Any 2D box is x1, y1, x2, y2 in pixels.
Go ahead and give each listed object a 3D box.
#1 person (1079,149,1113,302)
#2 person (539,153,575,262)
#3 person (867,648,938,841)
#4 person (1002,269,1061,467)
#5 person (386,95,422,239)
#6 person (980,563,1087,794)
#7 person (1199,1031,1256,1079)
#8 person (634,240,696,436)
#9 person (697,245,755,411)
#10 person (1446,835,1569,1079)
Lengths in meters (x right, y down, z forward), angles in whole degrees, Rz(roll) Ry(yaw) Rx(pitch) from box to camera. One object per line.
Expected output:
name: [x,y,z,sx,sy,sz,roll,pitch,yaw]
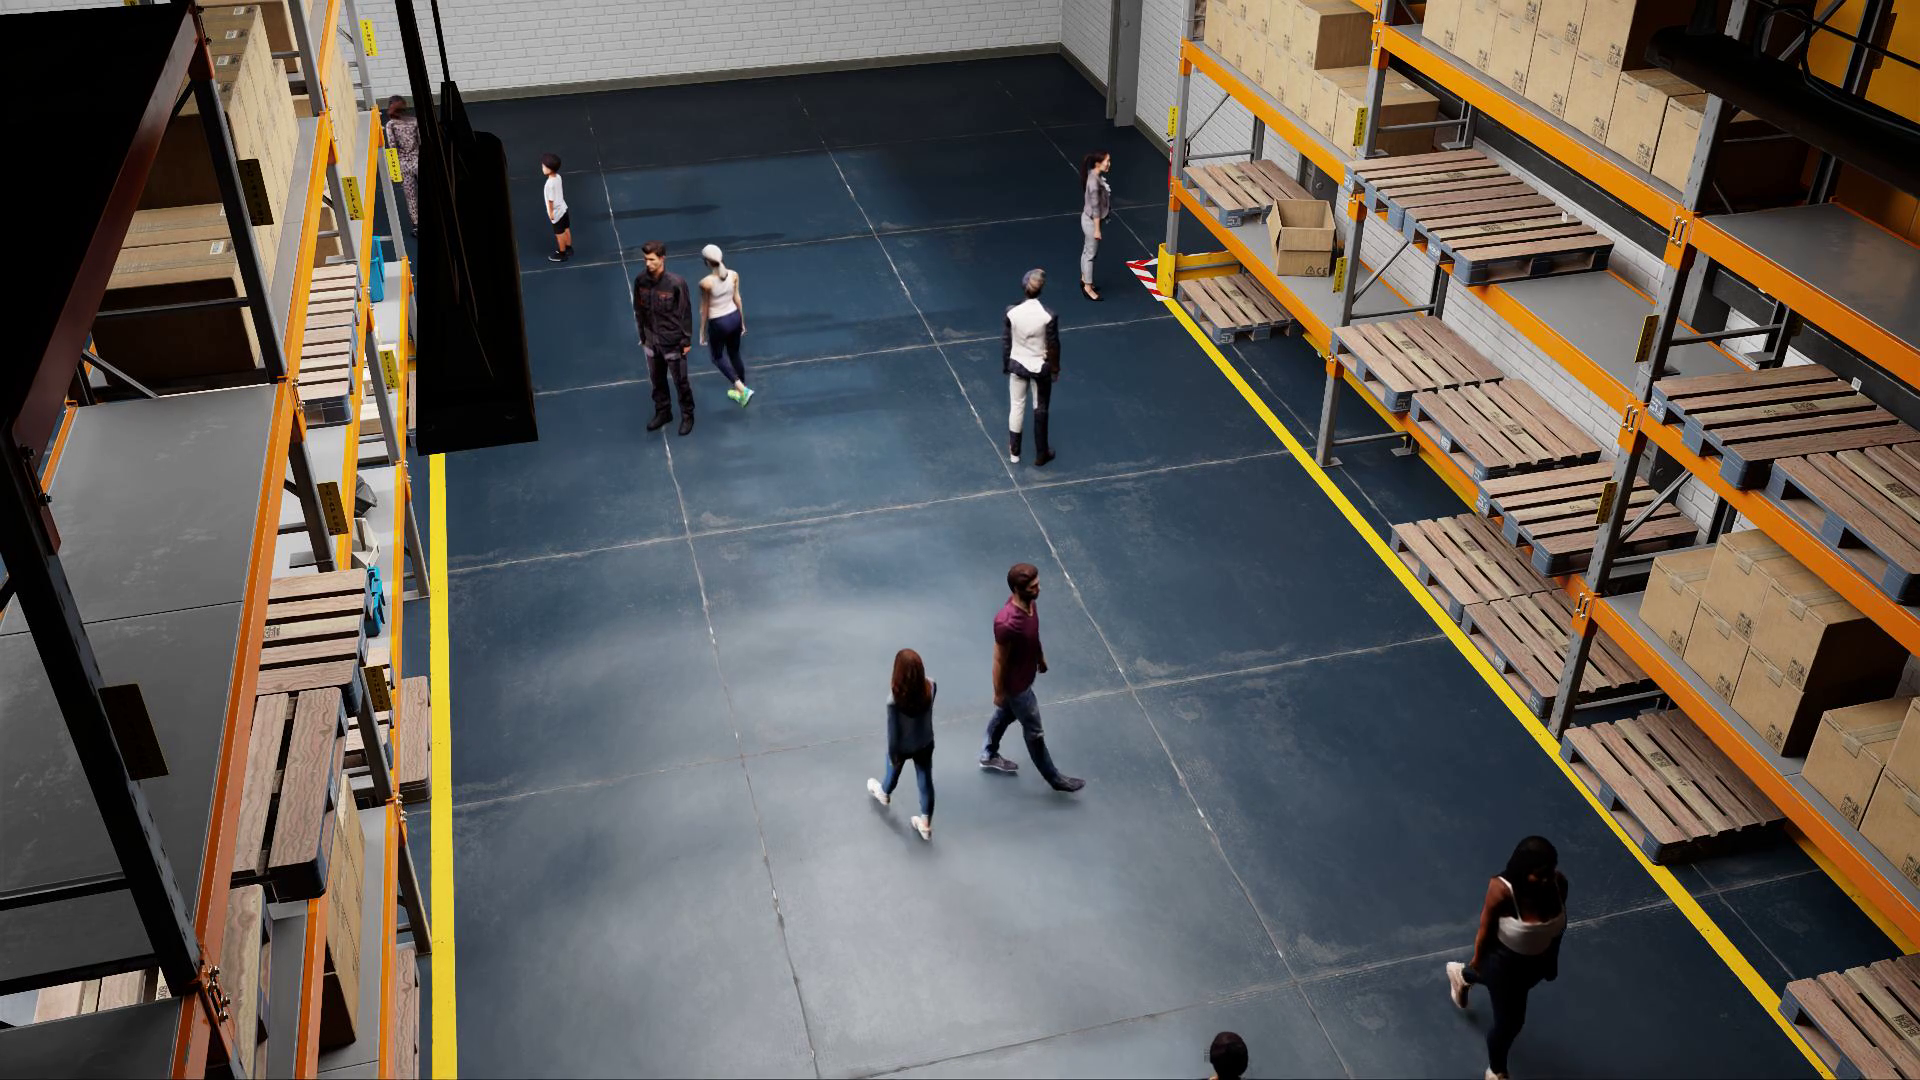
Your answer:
person: [1.446,-3.445,18.110,0.735,1.680,0.602,0,34,-1]
person: [-4.613,-3.827,19.069,0.617,1.255,0.527,6,34,9]
person: [-0.271,1.385,11.046,0.713,1.456,0.944,-18,38,-25]
person: [0.637,-1.560,15.086,0.784,1.890,0.786,10,35,14]
person: [-6.425,-4.371,19.472,0.630,1.714,0.612,-18,38,-25]
person: [0.310,0.918,11.421,1.089,1.819,1.114,10,35,15]
person: [1.316,3.067,8.430,0.606,1.550,0.608,3,34,5]
person: [-2.756,-1.915,15.569,0.793,1.945,0.809,11,35,16]
person: [-2.228,-1.987,15.912,0.848,1.686,0.956,-24,40,-31]
person: [3.080,2.291,9.396,0.680,1.773,1.168,-11,35,-16]
